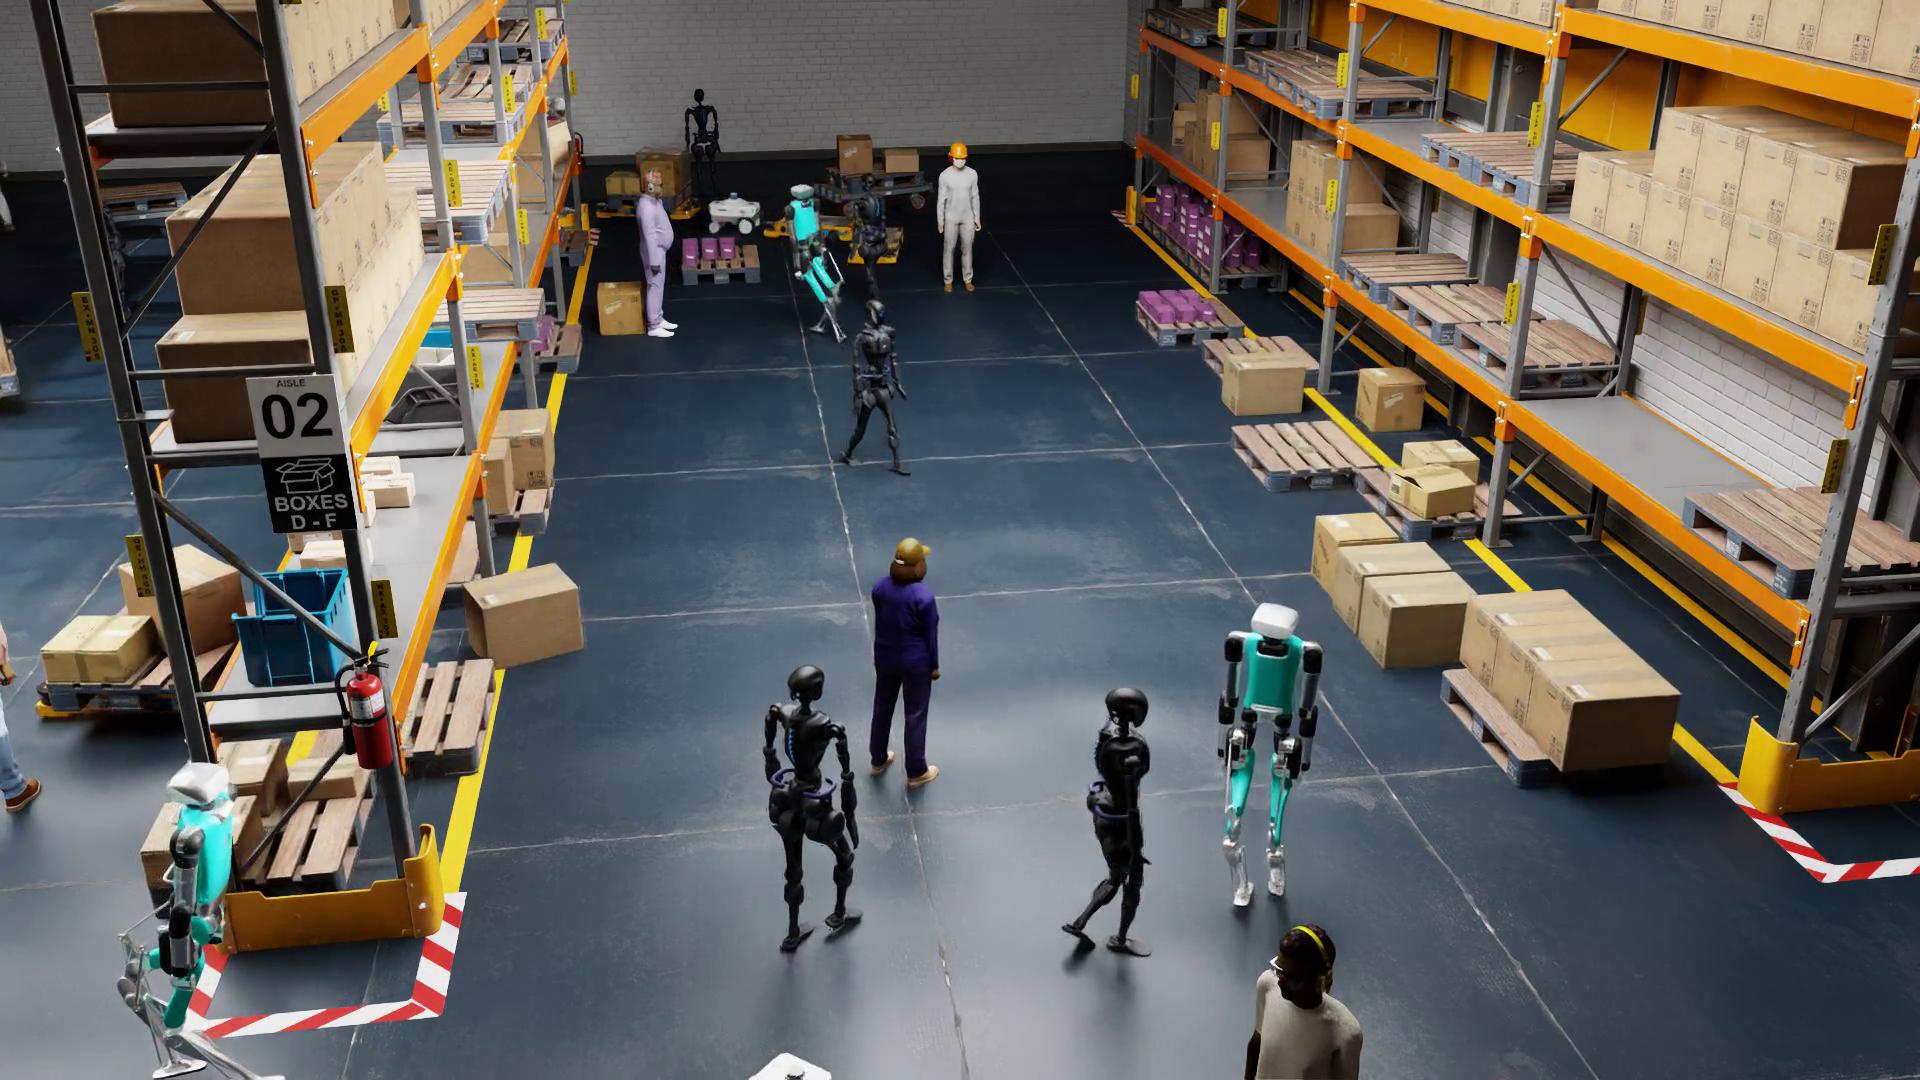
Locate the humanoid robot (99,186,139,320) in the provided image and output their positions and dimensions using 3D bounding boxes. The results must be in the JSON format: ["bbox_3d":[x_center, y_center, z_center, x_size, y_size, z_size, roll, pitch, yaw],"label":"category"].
[{"bbox_3d":[-10.102,-3.463,19.826,0.611,1.644,0.476,16,28,32],"label":"humanoid robot"}]

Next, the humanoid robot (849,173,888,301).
[{"bbox_3d":[-1.079,-3.599,20.127,0.429,1.648,0.589,18,29,35],"label":"humanoid robot"}]

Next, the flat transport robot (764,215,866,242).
[{"bbox_3d":[-2.037,-4.487,23.899,1.431,0.231,0.659,5,24,11],"label":"flat transport robot"}]

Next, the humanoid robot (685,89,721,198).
[{"bbox_3d":[-4.043,-6.233,26.108,0.599,1.657,0.315,-12,26,-25],"label":"humanoid robot"}]

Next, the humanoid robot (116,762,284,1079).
[{"bbox_3d":[-3.688,1.851,7.696,0.859,1.779,0.545,-1,24,-3],"label":"humanoid robot"}]

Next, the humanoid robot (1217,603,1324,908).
[{"bbox_3d":[1.608,1.261,8.965,0.530,1.774,0.754,7,25,16],"label":"humanoid robot"}]

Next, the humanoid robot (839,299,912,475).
[{"bbox_3d":[-0.789,-1.402,15.181,0.762,1.639,0.600,20,31,38],"label":"humanoid robot"}]

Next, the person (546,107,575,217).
[{"bbox_3d":[-6.113,-5.655,24.751,0.698,1.709,0.597,-13,27,-27],"label":"person"}]

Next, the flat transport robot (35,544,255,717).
[{"bbox_3d":[-5.487,0.982,11.440,1.431,0.231,0.659,0,24,1],"label":"flat transport robot"}]

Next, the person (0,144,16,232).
[{"bbox_3d":[-13.900,-5.259,23.600,0.635,1.923,0.499,-19,30,-37],"label":"person"}]

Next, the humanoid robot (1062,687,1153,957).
[{"bbox_3d":[0.787,1.462,8.623,0.487,1.634,0.611,-3,24,-7],"label":"humanoid robot"}]

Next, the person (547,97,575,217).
[{"bbox_3d":[-5.962,-5.665,24.692,0.598,1.796,0.634,15,28,30],"label":"person"}]

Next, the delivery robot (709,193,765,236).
[{"bbox_3d":[-3.233,-4.711,24.069,0.790,0.606,0.499,5,24,11],"label":"delivery robot"}]

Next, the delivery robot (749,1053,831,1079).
[{"bbox_3d":[-0.859,2.626,7.361,0.499,0.612,0.794,15,28,30],"label":"delivery robot"}]

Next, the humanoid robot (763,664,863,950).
[{"bbox_3d":[-0.787,1.377,8.794,0.583,1.649,0.515,12,26,26],"label":"humanoid robot"}]

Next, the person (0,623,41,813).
[{"bbox_3d":[-5.971,0.724,9.887,0.621,1.989,0.398,-4,24,-10],"label":"person"}]

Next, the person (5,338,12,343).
[{"bbox_3d":[-11.077,-3.017,18.703,0.340,1.748,0.571,6,24,14],"label":"person"}]

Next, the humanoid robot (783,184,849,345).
[{"bbox_3d":[-1.531,-3.092,18.958,0.891,1.835,0.560,18,29,35],"label":"humanoid robot"}]

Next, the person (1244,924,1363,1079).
[{"bbox_3d":[1.279,2.288,6.475,0.317,1.870,0.527,-19,30,-37],"label":"person"}]

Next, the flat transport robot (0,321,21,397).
[{"bbox_3d":[-10.226,-1.419,16.910,0.659,0.231,1.431,-13,27,-27],"label":"flat transport robot"}]

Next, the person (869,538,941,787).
[{"bbox_3d":[-0.323,0.737,10.333,0.459,1.611,0.387,15,28,30],"label":"person"}]

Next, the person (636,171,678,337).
[{"bbox_3d":[-3.492,-3.297,19.171,0.406,1.900,0.634,-3,24,-6],"label":"person"}]

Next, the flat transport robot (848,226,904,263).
[{"bbox_3d":[-1.150,-4.081,22.975,0.659,0.231,1.431,1,24,2],"label":"flat transport robot"}]

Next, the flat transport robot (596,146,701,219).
[{"bbox_3d":[-4.694,-5.004,25.079,1.431,0.231,0.659,2,24,5],"label":"flat transport robot"}]

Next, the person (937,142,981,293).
[{"bbox_3d":[-0.018,-4.046,20.895,0.553,1.890,0.392,-6,24,-13],"label":"person"}]
